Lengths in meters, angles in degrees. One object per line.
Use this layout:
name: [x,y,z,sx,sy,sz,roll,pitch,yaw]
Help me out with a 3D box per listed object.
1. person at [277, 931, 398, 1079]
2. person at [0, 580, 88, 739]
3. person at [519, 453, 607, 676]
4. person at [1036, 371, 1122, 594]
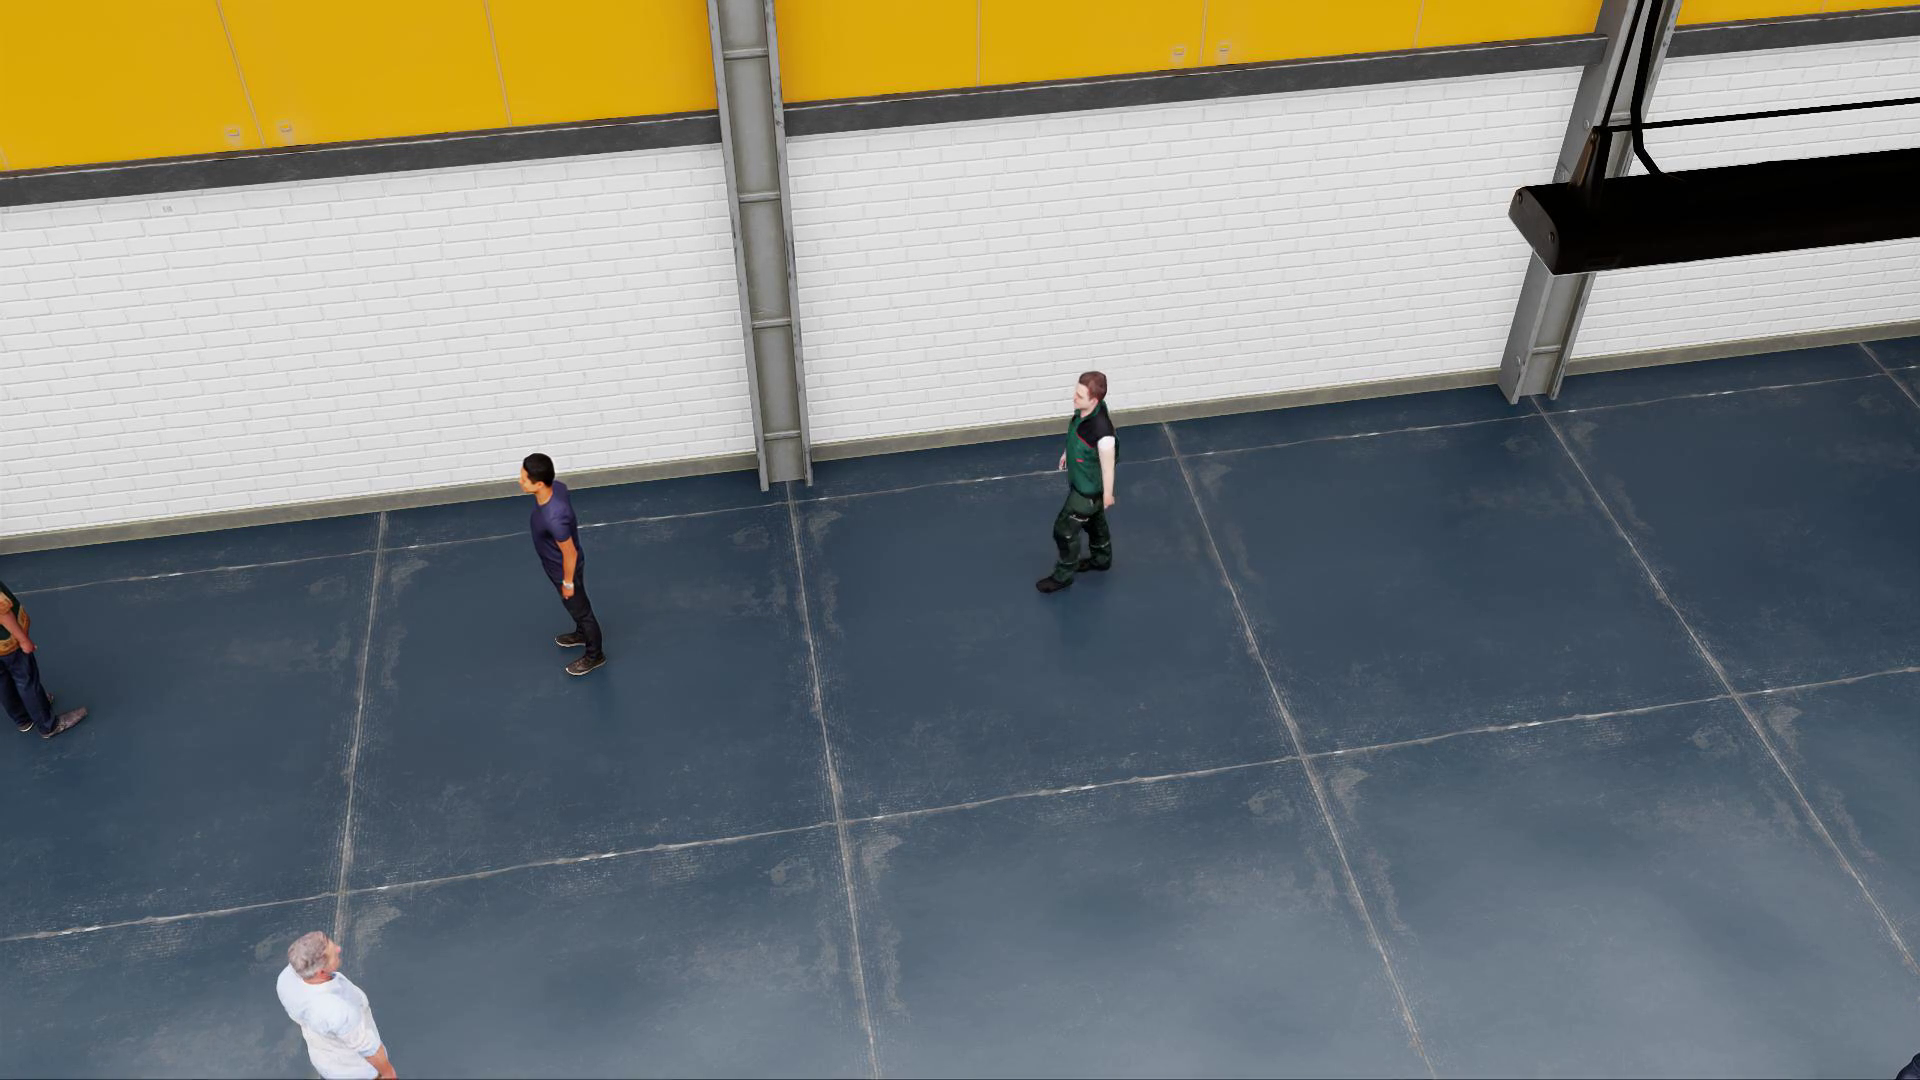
person: [-3.009,2.522,8.190,0.743,1.824,0.815,24,49,23]
person: [-5.998,0.547,10.275,0.793,1.808,0.884,17,46,17]
person: [-2.549,0.140,10.714,0.593,1.791,0.697,-16,46,-16]
person: [0.947,-0.429,11.286,0.796,1.825,0.653,-6,44,-6]
